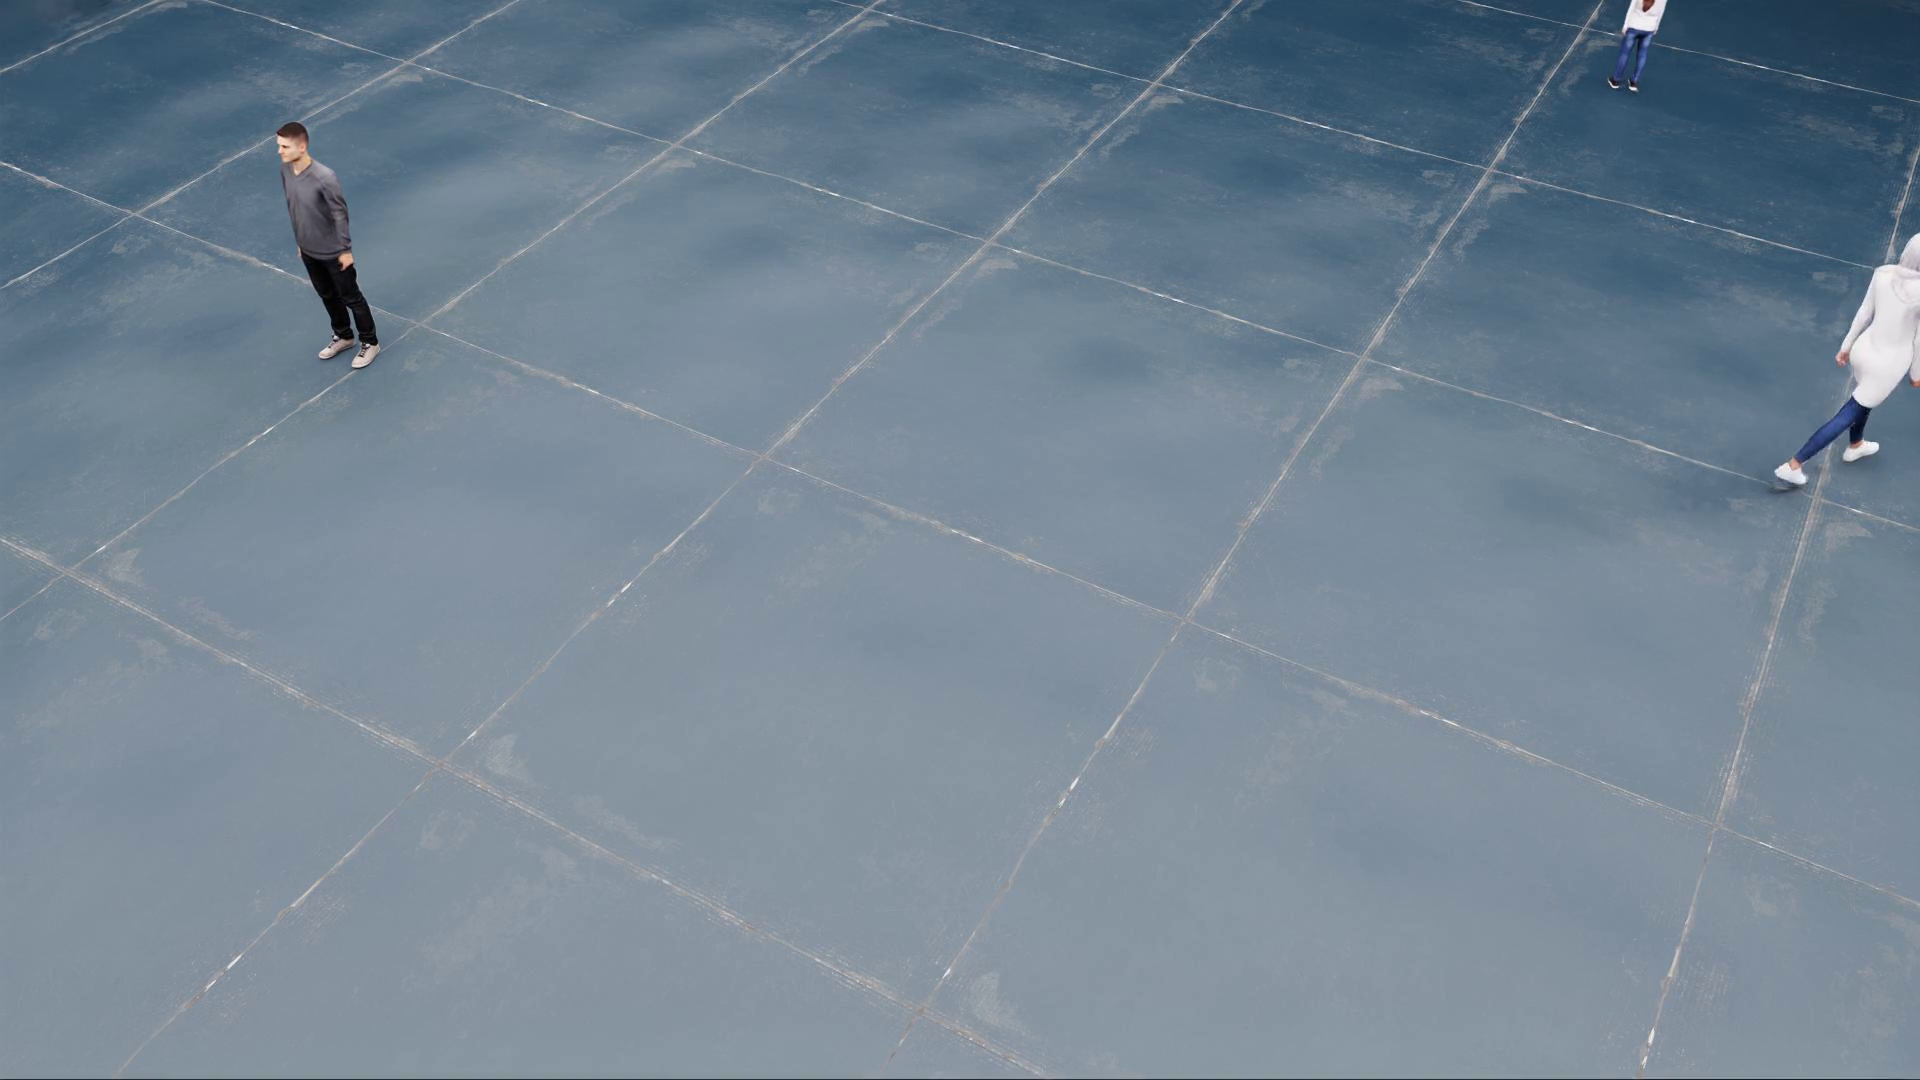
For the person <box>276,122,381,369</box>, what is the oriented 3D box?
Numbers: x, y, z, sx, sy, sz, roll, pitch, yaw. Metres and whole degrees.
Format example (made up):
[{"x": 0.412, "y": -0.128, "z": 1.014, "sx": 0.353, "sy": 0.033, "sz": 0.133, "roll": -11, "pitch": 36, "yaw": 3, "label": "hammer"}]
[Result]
[{"x": -4.236, "y": -1.968, "z": 11.083, "sx": 0.636, "sy": 1.761, "sz": 0.552, "roll": 17, "pitch": 45, "yaw": 18, "label": "person"}]

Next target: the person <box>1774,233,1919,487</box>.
[{"x": 5.491, "y": -1.040, "z": 10.078, "sx": 1.179, "sy": 1.738, "sz": 1.087, "roll": -12, "pitch": 44, "yaw": -13, "label": "person"}]

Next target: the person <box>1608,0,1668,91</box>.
[{"x": 5.853, "y": -4.411, "z": 14.257, "sx": 0.513, "sy": 1.110, "sz": 0.559, "roll": 3, "pitch": 42, "yaw": 3, "label": "person"}]
